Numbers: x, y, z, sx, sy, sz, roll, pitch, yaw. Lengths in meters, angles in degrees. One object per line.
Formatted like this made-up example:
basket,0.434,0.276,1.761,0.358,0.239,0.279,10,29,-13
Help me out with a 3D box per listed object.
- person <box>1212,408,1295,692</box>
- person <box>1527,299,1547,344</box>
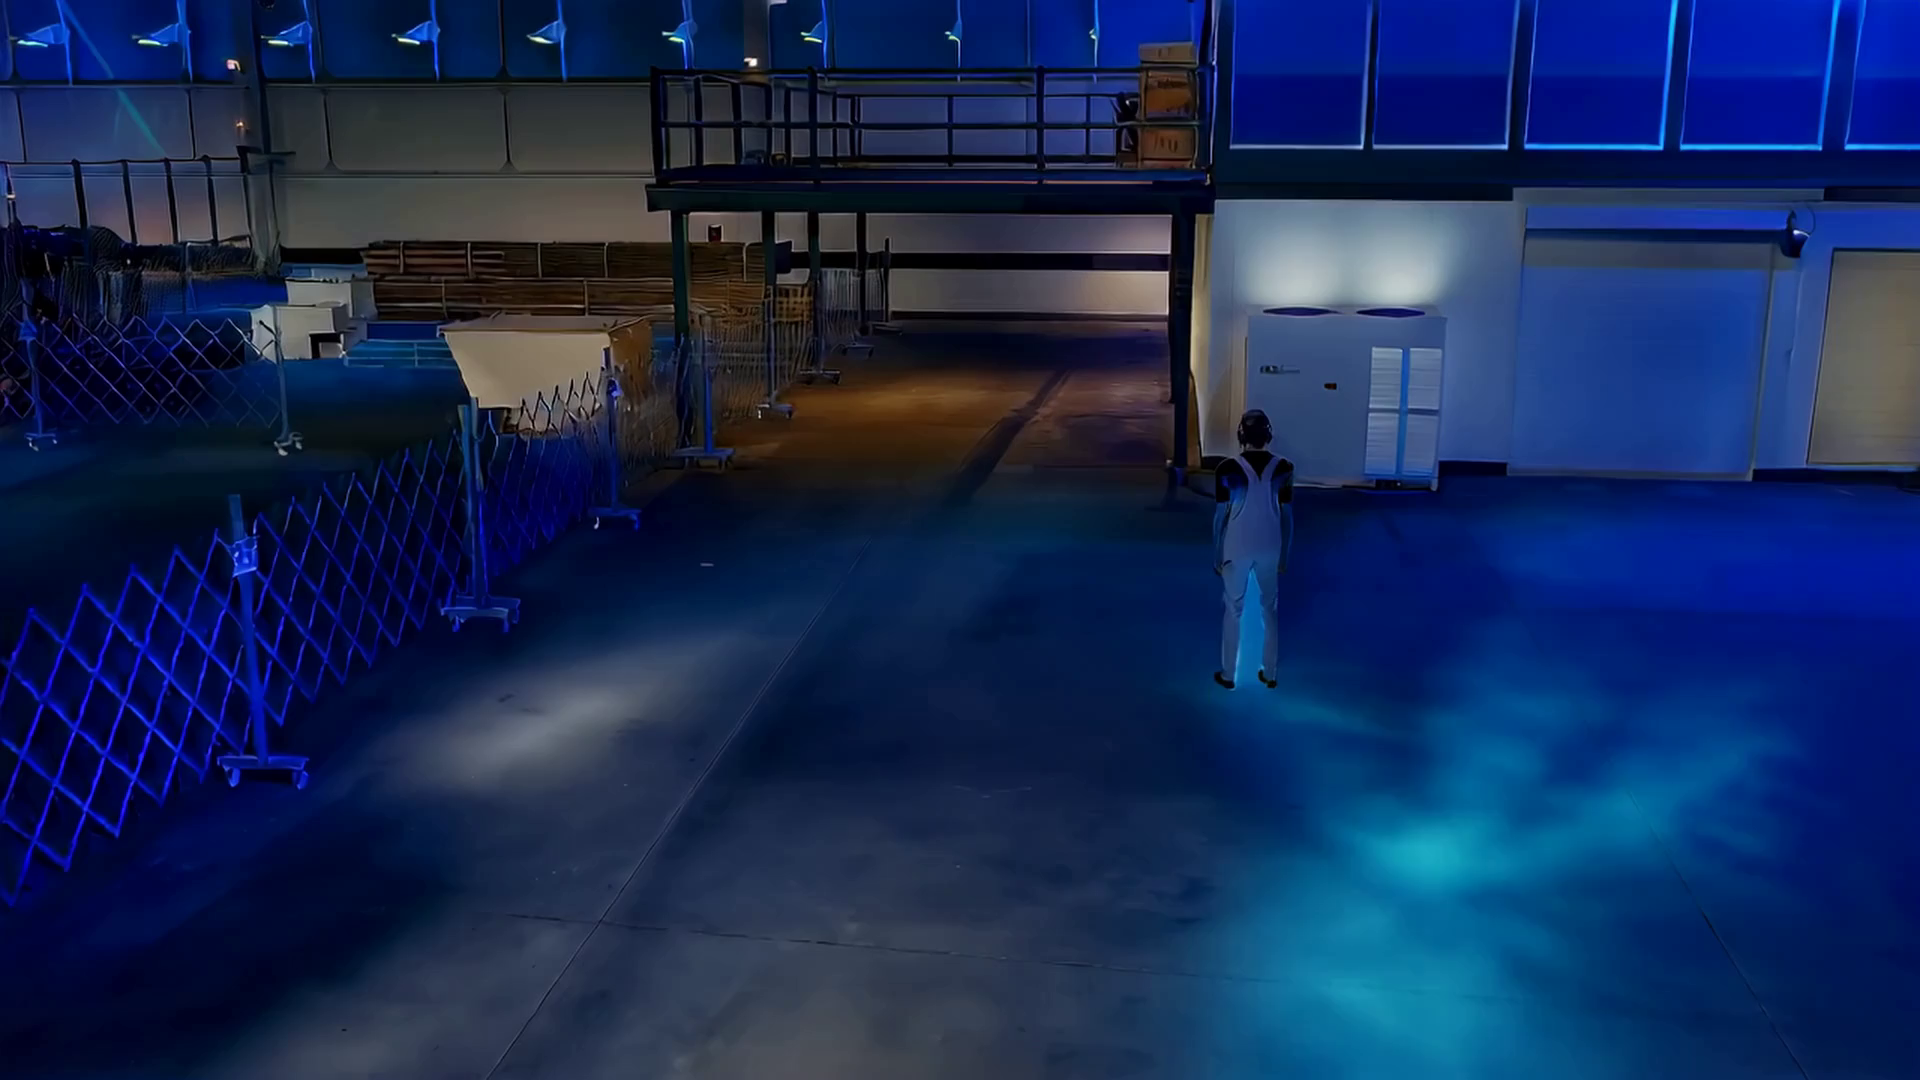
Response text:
person,1.872,0.072,10.682,0.503,1.837,0.351,-1,14,-4
person,6.642,-2.102,19.397,0.400,1.905,0.645,2,14,8
